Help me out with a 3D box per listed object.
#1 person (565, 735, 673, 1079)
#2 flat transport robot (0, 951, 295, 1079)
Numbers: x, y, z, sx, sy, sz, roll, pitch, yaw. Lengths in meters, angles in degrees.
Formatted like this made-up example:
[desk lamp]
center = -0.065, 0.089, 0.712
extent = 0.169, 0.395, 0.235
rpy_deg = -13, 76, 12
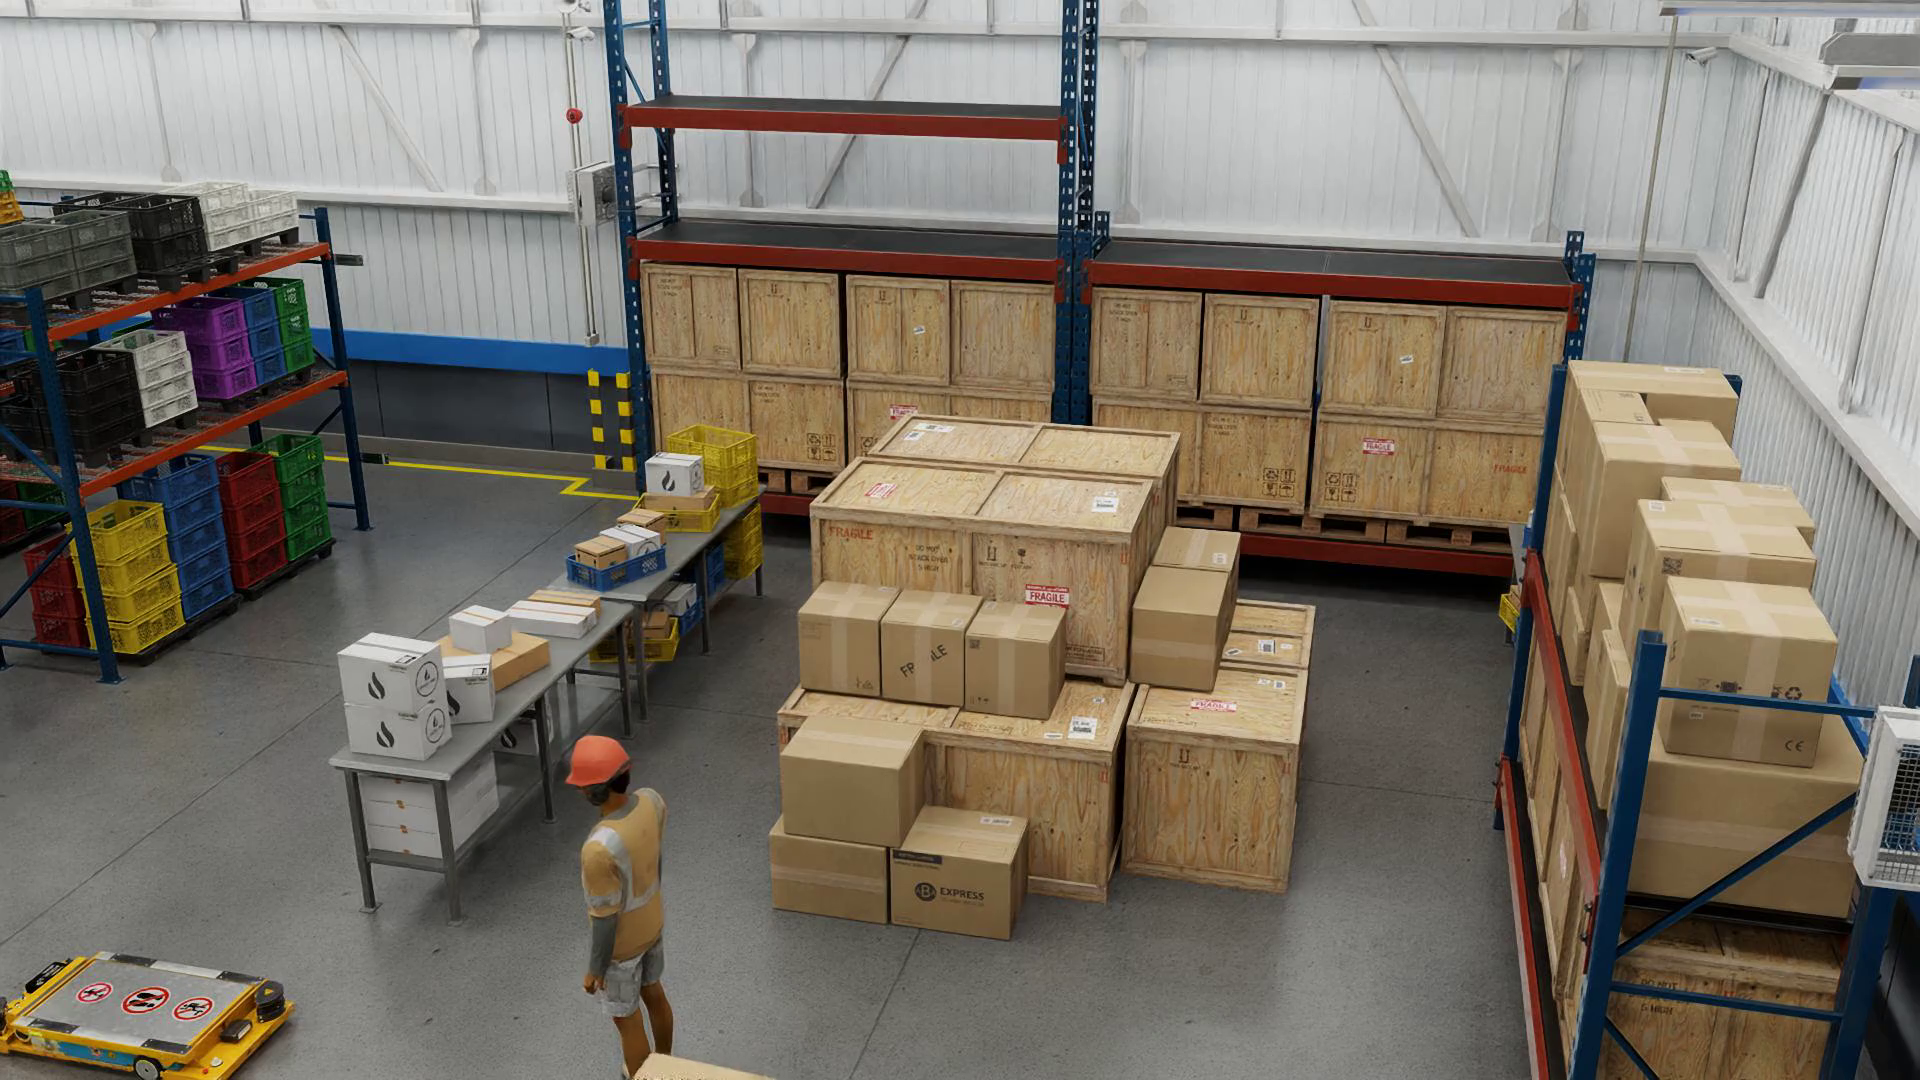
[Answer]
[person]
center = -1.588, 1.831, 7.787
extent = 0.388, 2.034, 0.605
rpy_deg = 6, 22, 16
[flat transport robot]
center = -4.270, 2.464, 8.601
extent = 1.431, 0.231, 0.659
rpy_deg = 5, 22, 13
